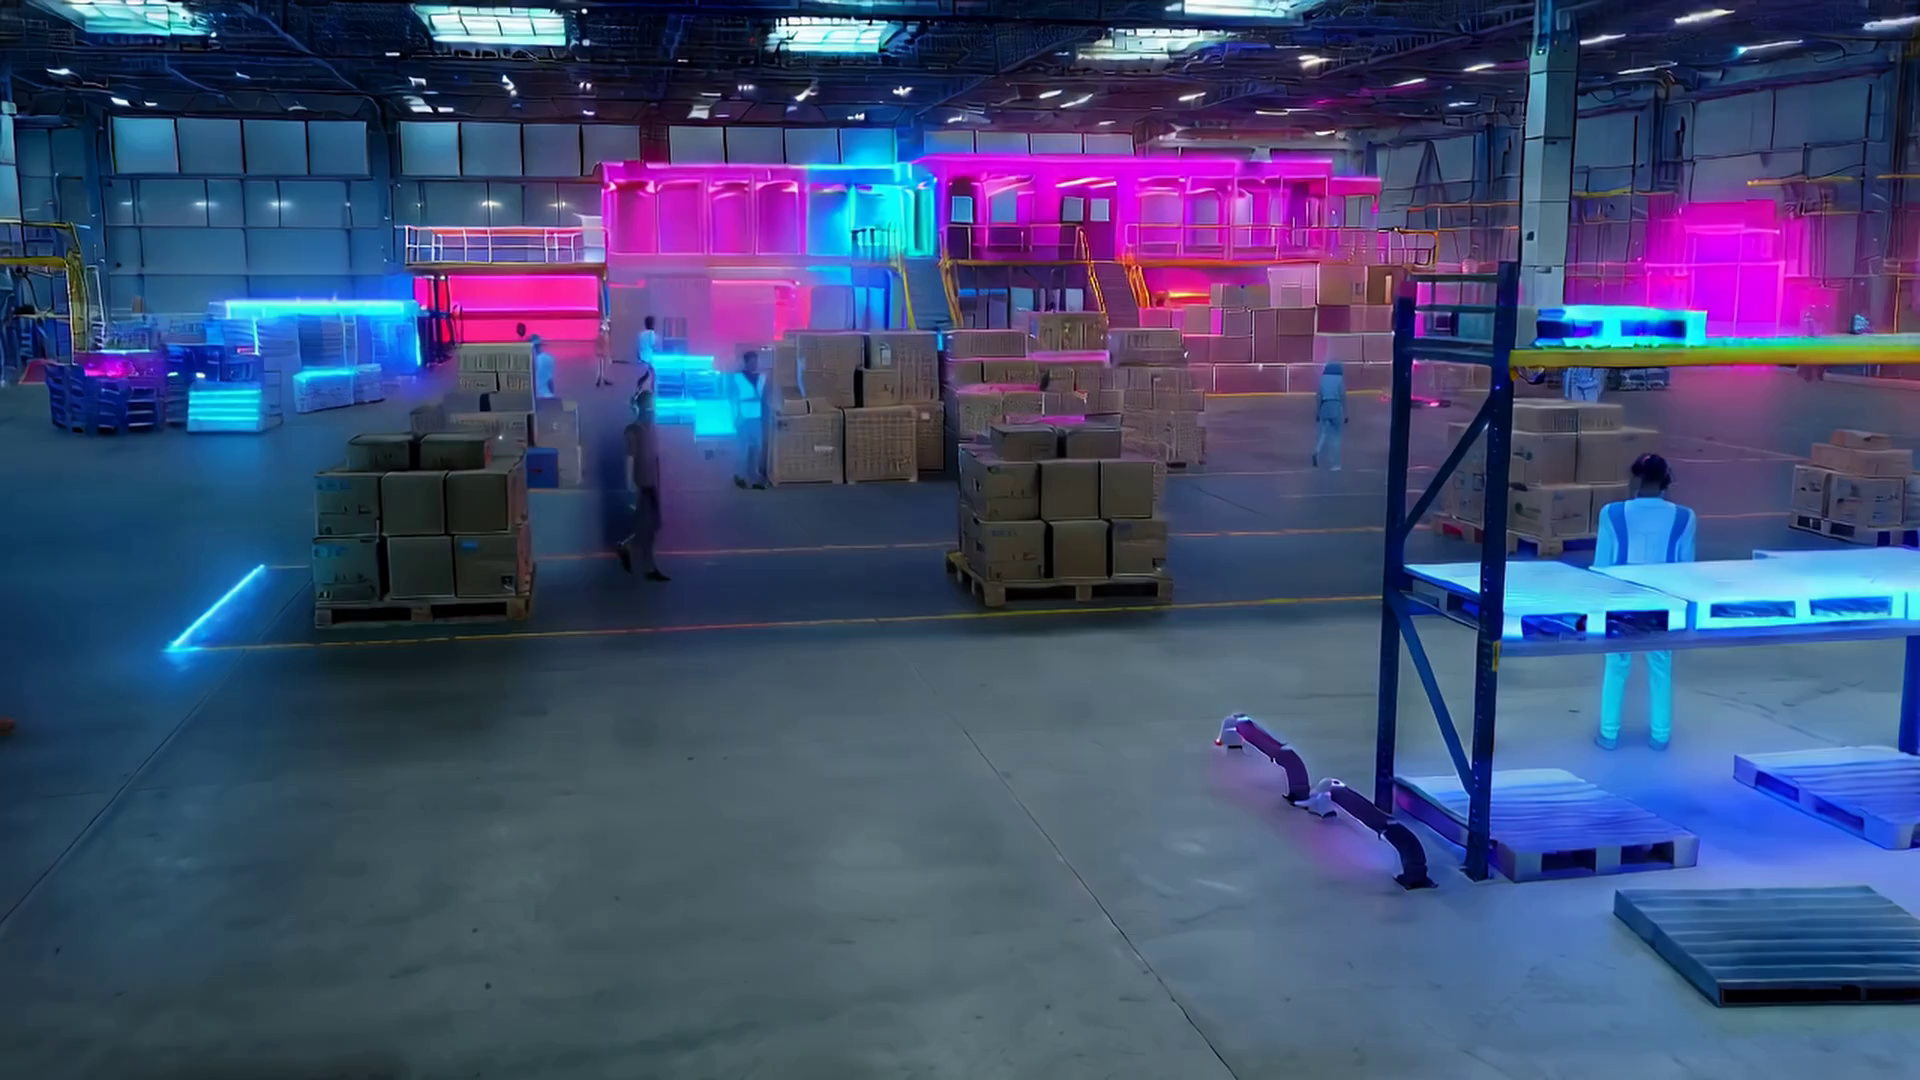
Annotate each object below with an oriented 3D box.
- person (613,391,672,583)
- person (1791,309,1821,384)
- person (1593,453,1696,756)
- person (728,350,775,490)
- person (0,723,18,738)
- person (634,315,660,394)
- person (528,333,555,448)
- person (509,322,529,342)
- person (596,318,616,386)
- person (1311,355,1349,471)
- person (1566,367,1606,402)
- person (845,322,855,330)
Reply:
[{"bbox_3d":[-3.077,-0.512,15.914,0.645,1.847,0.521,4,10,24],"label":"person"},{"bbox_3d":[21.838,-4.997,43.006,0.616,1.903,0.946,-4,10,-22],"label":"person"},{"bbox_3d":[4.209,0.396,10.281,0.572,1.876,0.355,2,10,14],"label":"person"},{"bbox_3d":[-2.820,-1.619,22.471,0.485,1.901,0.600,8,12,40],"label":"person"},{"bbox_3d":[-6.571,0.311,10.279,1.031,2.000,0.694,-1,9,-9],"label":"person"},{"bbox_3d":[-7.000,-4.082,37.351,0.626,1.948,0.751,6,11,31],"label":"person"},{"bbox_3d":[-7.017,-2.464,27.570,0.567,1.915,0.592,5,11,29],"label":"person"},{"bbox_3d":[-9.195,-3.646,34.934,0.534,1.864,0.309,-4,10,-24],"label":"person"},{"bbox_3d":[-9.012,-4.773,42.196,0.545,1.722,0.621,-2,10,-14],"label":"person"},{"bbox_3d":[5.428,-1.852,24.411,0.491,1.726,0.569,6,11,34],"label":"person"},{"bbox_3d":[10.728,-2.557,28.493,0.643,1.812,0.837,7,12,36],"label":"person"},{"bbox_3d":[-2.343,-3.939,36.966,0.586,1.805,0.663,-4,10,-24],"label":"person"}]
